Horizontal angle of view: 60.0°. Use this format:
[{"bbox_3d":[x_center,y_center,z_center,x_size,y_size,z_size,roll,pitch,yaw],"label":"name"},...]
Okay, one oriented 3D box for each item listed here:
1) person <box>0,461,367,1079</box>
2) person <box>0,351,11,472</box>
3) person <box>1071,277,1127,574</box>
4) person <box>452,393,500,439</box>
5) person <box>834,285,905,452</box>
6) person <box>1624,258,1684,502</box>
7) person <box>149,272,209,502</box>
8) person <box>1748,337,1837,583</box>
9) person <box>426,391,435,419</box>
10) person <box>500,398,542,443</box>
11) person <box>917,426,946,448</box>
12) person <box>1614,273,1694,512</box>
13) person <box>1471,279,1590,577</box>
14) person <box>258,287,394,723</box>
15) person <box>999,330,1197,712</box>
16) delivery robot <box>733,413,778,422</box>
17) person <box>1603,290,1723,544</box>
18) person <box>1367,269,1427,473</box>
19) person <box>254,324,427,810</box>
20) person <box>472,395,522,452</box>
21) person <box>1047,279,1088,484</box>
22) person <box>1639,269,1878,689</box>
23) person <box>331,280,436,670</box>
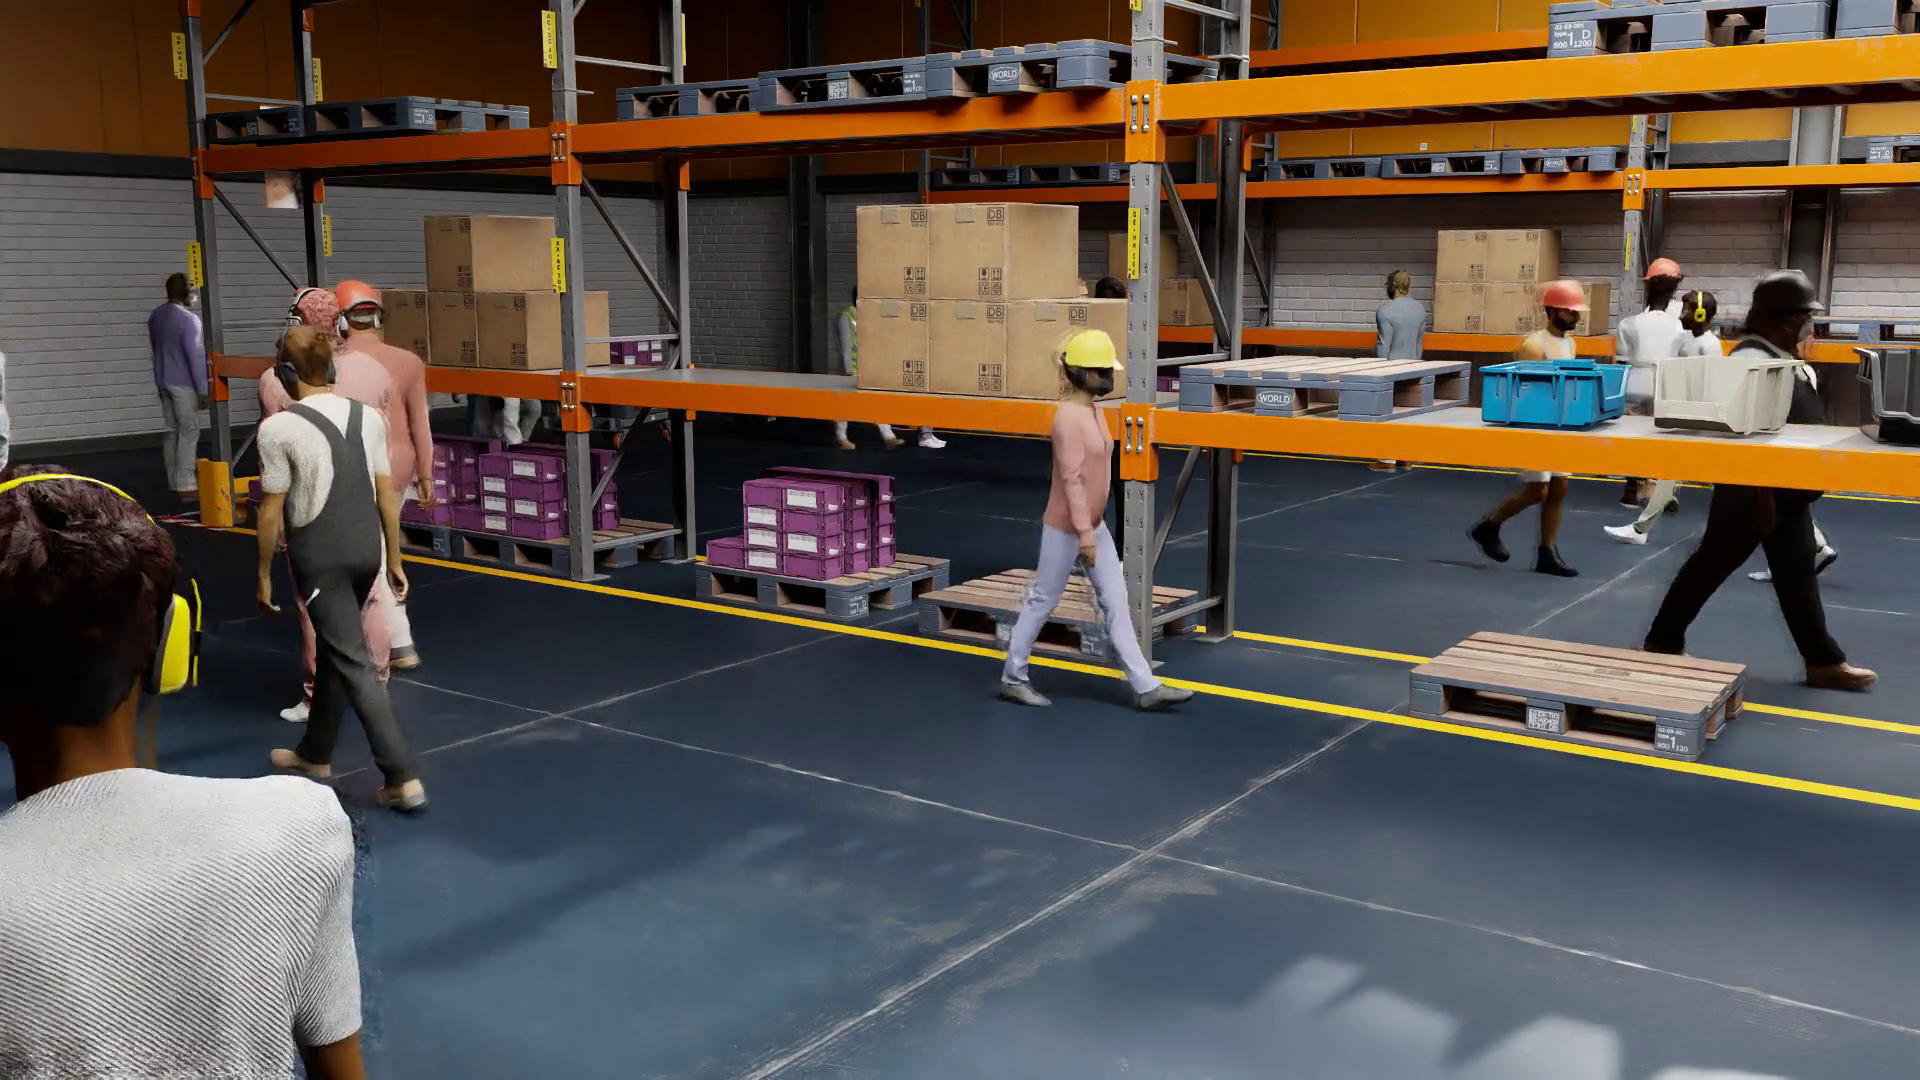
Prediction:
[{"bbox_3d":[-0.750,0.849,1.589,0.802,1.847,0.520,9,13,42],"label":"person"},{"bbox_3d":[-6.977,-0.816,11.848,0.333,1.729,0.493,1,10,6],"label":"person"},{"bbox_3d":[0.956,-0.721,10.689,0.592,1.922,0.392,9,13,42],"label":"person"},{"bbox_3d":[-4.223,-1.374,14.918,0.632,1.800,0.526,-2,10,-10],"label":"person"},{"bbox_3d":[-1.013,-1.820,17.614,0.983,1.790,0.648,9,13,42],"label":"person"},{"bbox_3d":[5.860,-1.334,13.984,0.616,2.039,0.384,-7,12,-38],"label":"person"},{"bbox_3d":[-6.563,-1.280,14.027,0.645,1.931,0.388,7,12,36],"label":"person"},{"bbox_3d":[5.206,-0.525,10.363,0.554,1.624,0.414,-9,13,-43],"label":"person"},{"bbox_3d":[-5.763,-1.757,17.814,0.525,1.597,0.836,-6,11,-31],"label":"person"},{"bbox_3d":[-4.274,-1.575,15.825,0.522,1.907,0.641,3,10,19],"label":"person"},{"bbox_3d":[-0.308,-1.959,18.103,0.406,1.911,0.636,1,10,3],"label":"person"},{"bbox_3d":[5.583,-1.178,13.392,0.638,1.937,0.707,3,10,18],"label":"person"},{"bbox_3d":[3.710,-0.720,10.717,0.582,1.913,0.632,-9,13,-43],"label":"person"},{"bbox_3d":[-2.790,-0.146,7.310,0.410,1.909,0.643,6,11,32],"label":"person"},{"bbox_3d":[0.571,-0.065,7.382,0.922,1.712,0.546,4,11,25],"label":"person"},{"bbox_3d":[-2.506,-1.668,20.113,0.707,0.478,0.477,6,11,31],"label":"delivery robot"},{"bbox_3d":[5.145,-0.839,11.705,1.001,1.811,0.547,4,10,24],"label":"person"},{"bbox_3d":[4.184,-1.615,15.960,0.636,1.939,0.363,-7,12,-36],"label":"person"},{"bbox_3d":[-2.311,0.101,6.180,0.893,1.800,0.524,5,11,28],"label":"person"},{"bbox_3d":[-4.018,-1.305,14.479,0.457,1.815,0.652,-9,13,-42],"label":"person"},{"bbox_3d":[1.053,-1.344,14.583,0.657,1.853,0.989,-7,12,-36],"label":"person"},{"bbox_3d":[3.814,-0.315,7.915,1.046,2.000,0.692,7,12,36],"label":"person"},{"bbox_3d":[-3.001,-0.335,8.411,0.623,1.931,1.073,-8,12,-39],"label":"person"}]
